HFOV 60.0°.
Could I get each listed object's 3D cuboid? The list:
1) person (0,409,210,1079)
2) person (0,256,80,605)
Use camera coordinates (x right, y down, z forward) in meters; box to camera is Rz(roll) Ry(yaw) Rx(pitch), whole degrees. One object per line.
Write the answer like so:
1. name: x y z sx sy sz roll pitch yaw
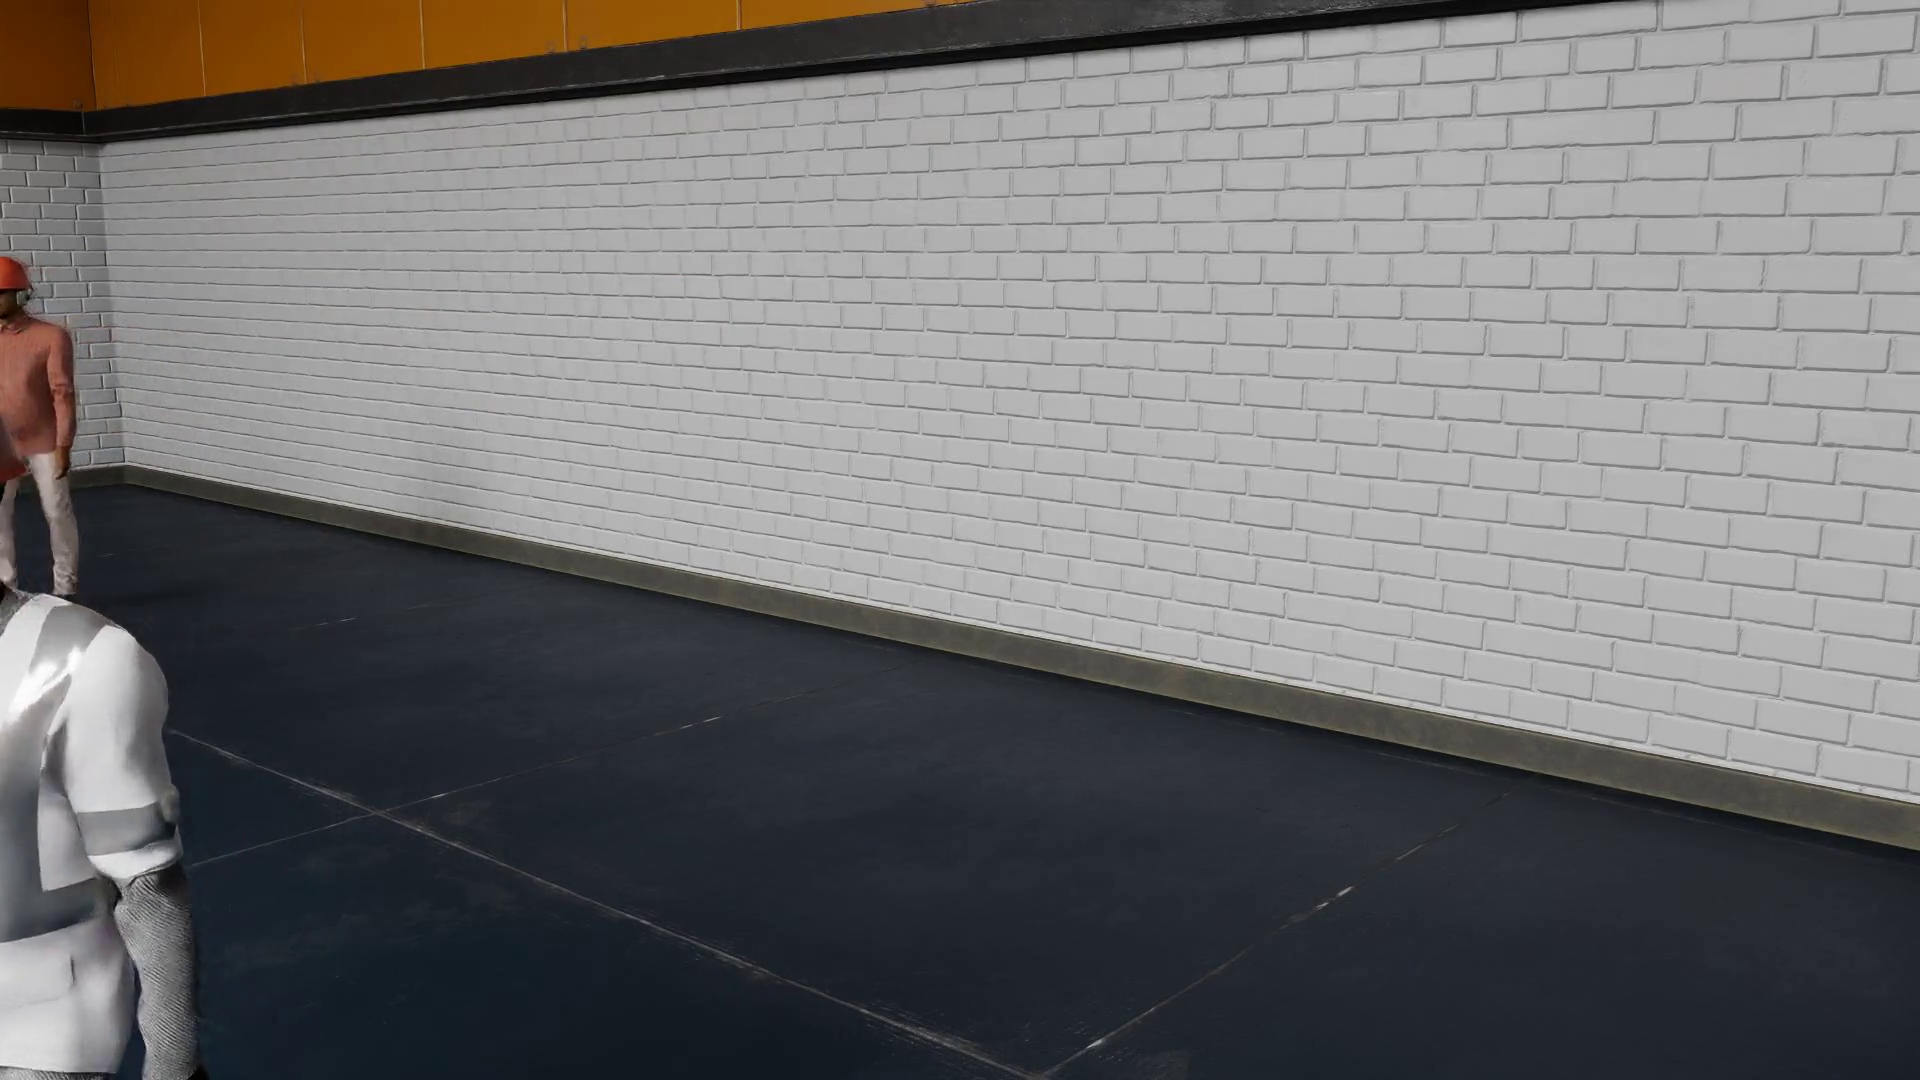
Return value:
1. person: -1.385 0.692 2.286 0.567 1.879 1.004 3 10 15
2. person: -5.029 -0.512 8.880 0.625 1.965 0.794 -1 10 -4
